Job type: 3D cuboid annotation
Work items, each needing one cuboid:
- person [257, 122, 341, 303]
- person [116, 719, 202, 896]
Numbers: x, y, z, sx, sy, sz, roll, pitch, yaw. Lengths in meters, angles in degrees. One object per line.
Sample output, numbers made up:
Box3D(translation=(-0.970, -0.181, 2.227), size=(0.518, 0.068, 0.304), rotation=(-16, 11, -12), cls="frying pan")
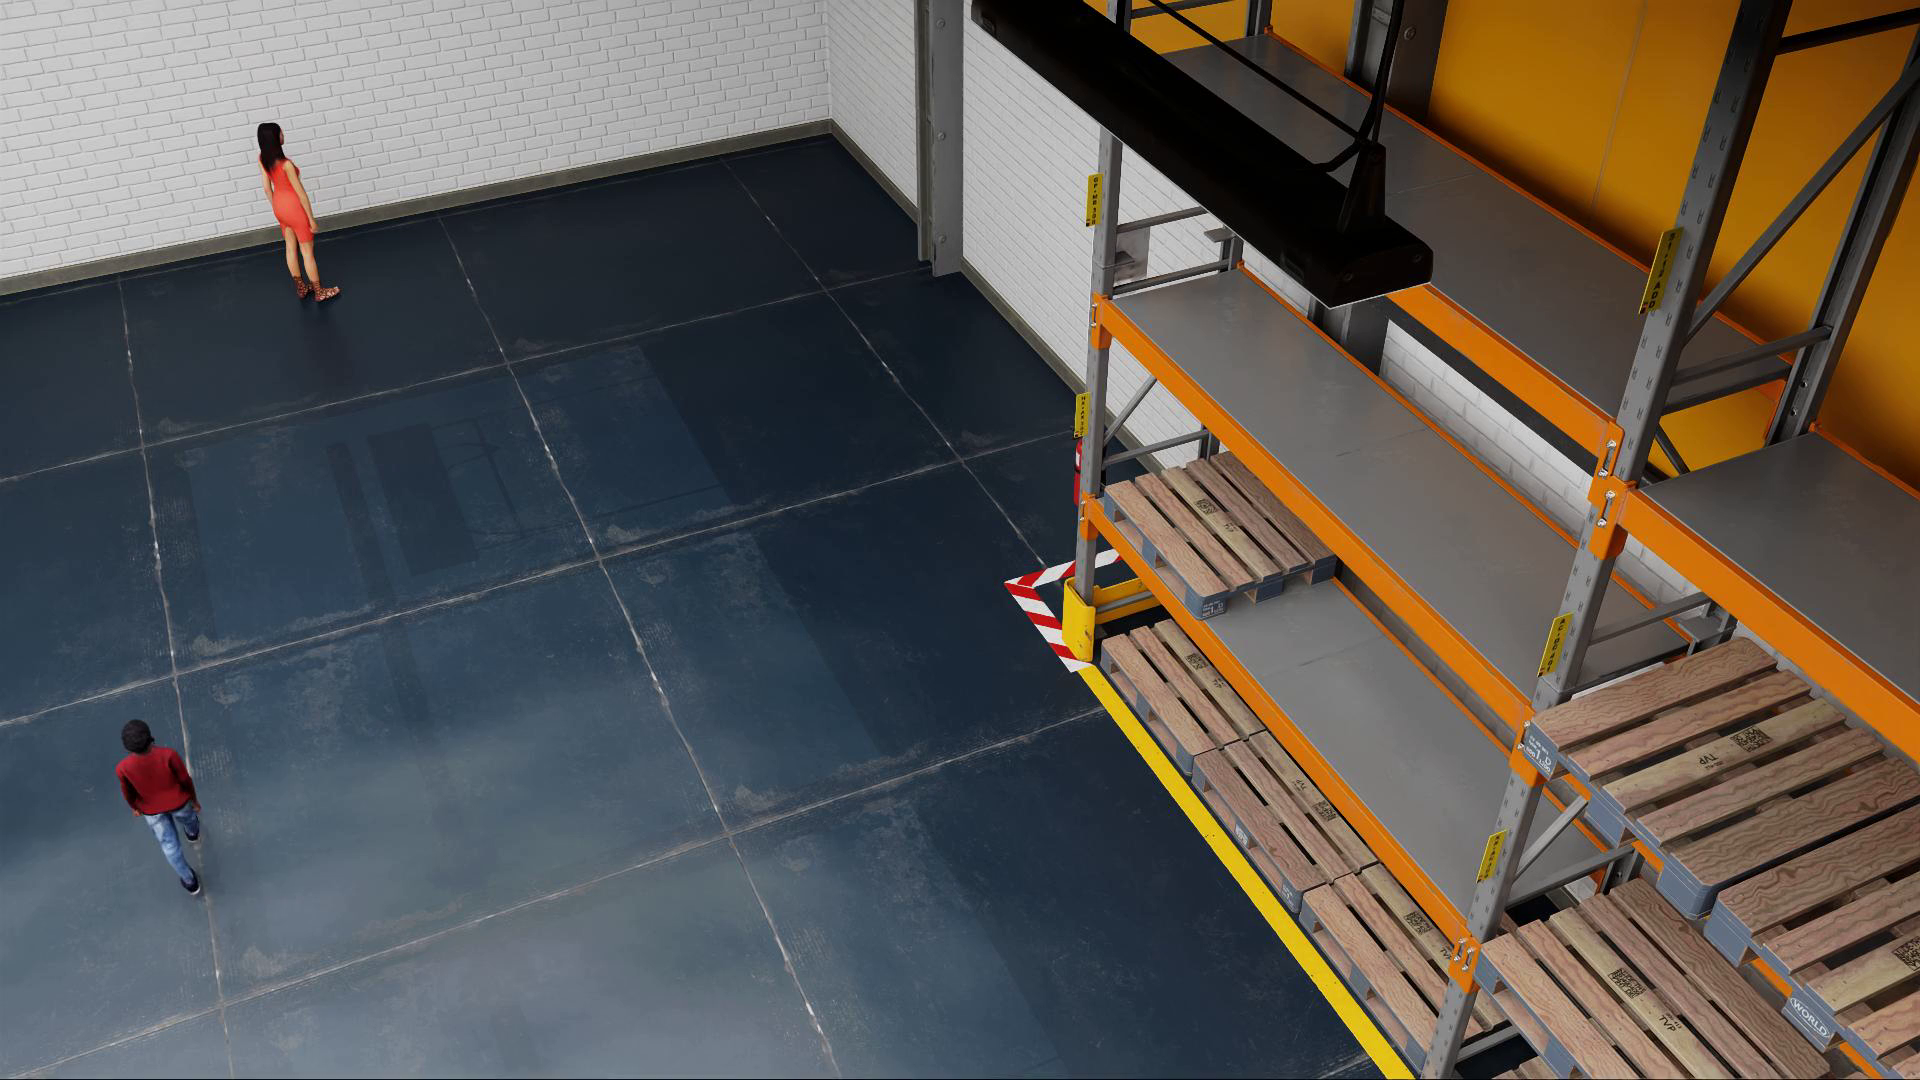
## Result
Box3D(translation=(-6.021, -2.951, 14.982), size=(0.640, 1.719, 0.721), rotation=(16, 41, 20), cls="person")
Box3D(translation=(-4.640, 1.572, 9.718), size=(0.551, 1.221, 0.854), rotation=(-20, 43, -23), cls="person")
